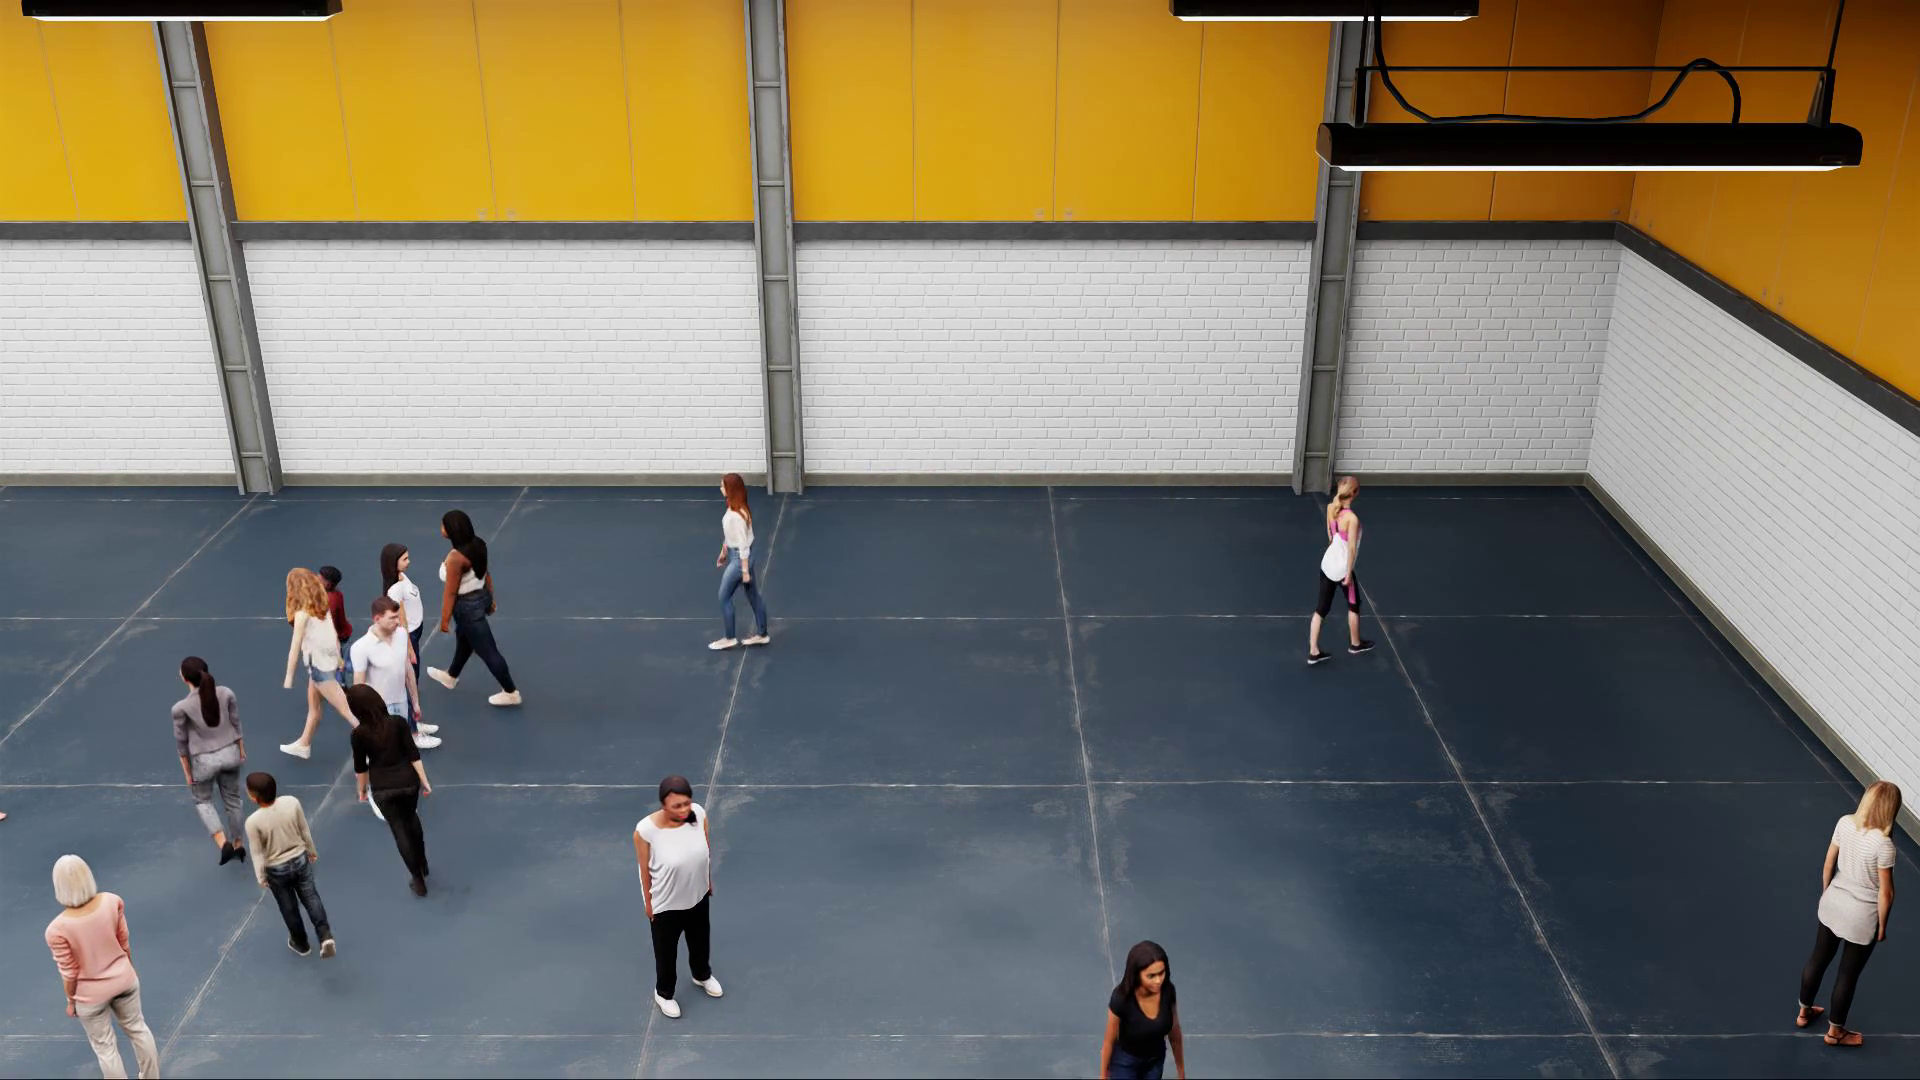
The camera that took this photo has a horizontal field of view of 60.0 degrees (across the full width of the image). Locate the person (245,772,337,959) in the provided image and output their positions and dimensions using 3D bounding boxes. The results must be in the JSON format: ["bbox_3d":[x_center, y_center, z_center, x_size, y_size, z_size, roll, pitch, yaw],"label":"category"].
[{"bbox_3d":[-4.384,2.170,10.918,0.888,1.449,0.824,22,32,40],"label":"person"}]

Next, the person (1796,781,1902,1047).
[{"bbox_3d":[5.461,2.280,10.200,0.664,1.823,0.672,-10,26,-23],"label":"person"}]

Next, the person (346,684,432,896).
[{"bbox_3d":[-3.924,1.764,11.653,0.745,1.606,0.813,-9,25,-20],"label":"person"}]

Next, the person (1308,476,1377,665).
[{"bbox_3d":[3.292,0.295,14.817,1.048,1.762,0.877,-12,26,-26],"label":"person"}]

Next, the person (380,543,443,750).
[{"bbox_3d":[-4.511,0.851,13.527,0.604,1.776,0.641,-7,24,-15],"label":"person"}]

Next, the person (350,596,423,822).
[{"bbox_3d":[-4.387,1.247,12.546,0.808,1.837,0.798,12,26,26],"label":"person"}]

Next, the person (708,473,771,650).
[{"bbox_3d":[-1.893,0.193,15.115,0.760,1.711,0.575,0,24,-1],"label":"person"}]

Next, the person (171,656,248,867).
[{"bbox_3d":[-5.288,1.626,11.891,0.781,1.668,0.843,-20,31,-38],"label":"person"}]

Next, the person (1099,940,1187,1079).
[{"bbox_3d":[0.912,2.849,9.038,0.982,1.712,0.927,-12,26,-25],"label":"person"}]

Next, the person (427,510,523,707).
[{"bbox_3d":[-4.036,0.616,14.083,1.199,1.762,0.803,5,24,10],"label":"person"}]

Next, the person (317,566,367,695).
[{"bbox_3d":[-5.288,0.807,14.296,0.795,1.241,0.614,-6,24,-13],"label":"person"}]

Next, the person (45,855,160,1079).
[{"bbox_3d":[-4.978,2.574,9.650,0.693,1.724,0.676,15,28,30],"label":"person"}]

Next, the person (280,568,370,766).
[{"bbox_3d":[-4.933,1.052,13.152,1.188,1.708,0.692,3,24,6],"label":"person"}]

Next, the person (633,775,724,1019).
[{"bbox_3d":[-1.771,2.218,10.518,0.748,1.683,0.826,-17,29,-34],"label":"person"}]
